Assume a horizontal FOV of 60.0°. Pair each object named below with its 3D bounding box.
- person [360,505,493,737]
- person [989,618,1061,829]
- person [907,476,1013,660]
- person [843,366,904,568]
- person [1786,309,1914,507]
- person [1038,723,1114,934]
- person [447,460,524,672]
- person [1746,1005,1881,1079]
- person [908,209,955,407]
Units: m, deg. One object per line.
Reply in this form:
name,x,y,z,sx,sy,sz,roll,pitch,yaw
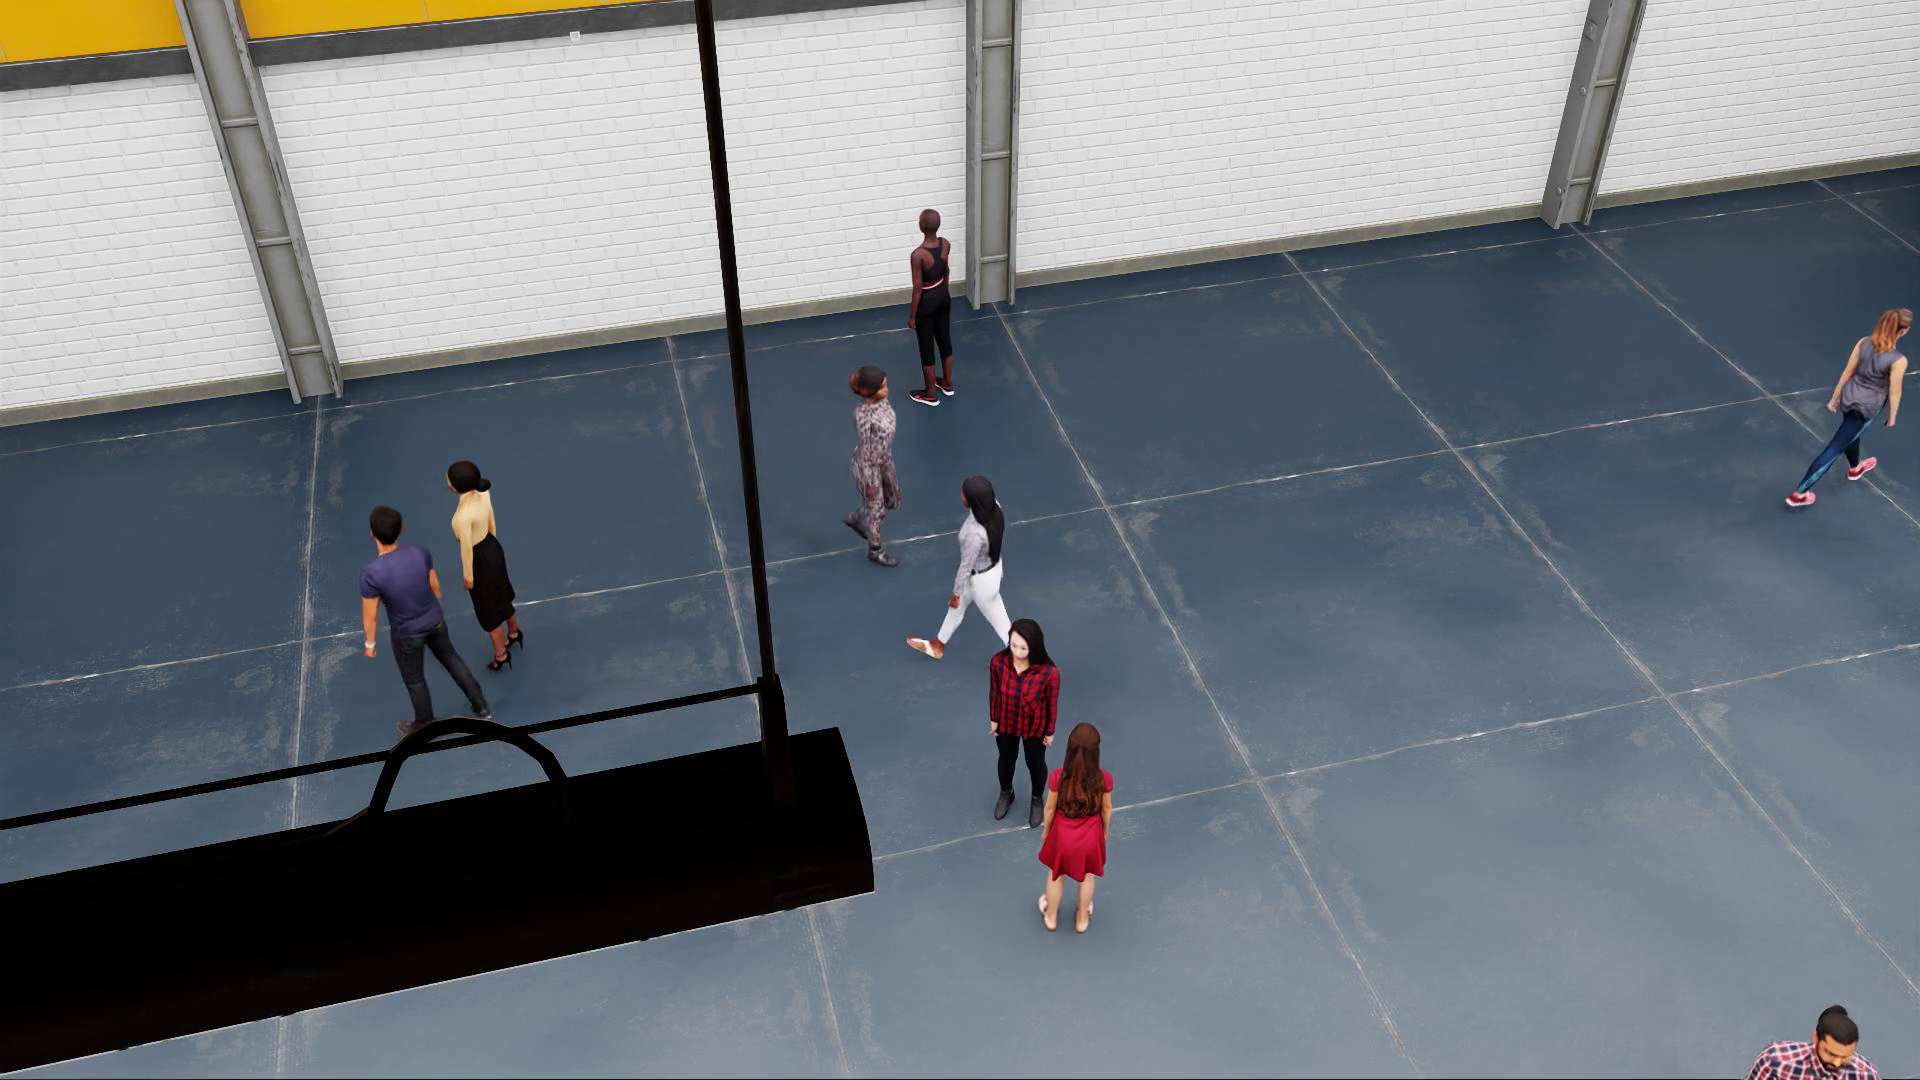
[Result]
person,-3.431,0.536,10.585,0.991,1.788,0.882,21,43,25
person,0.379,1.080,10.016,0.626,1.649,0.723,12,40,14
person,0.234,0.322,10.951,1.285,1.665,1.050,12,40,14
person,-0.699,-0.539,11.995,0.853,1.708,0.790,18,42,22
person,6.703,-0.940,12.531,1.205,1.667,0.733,-17,42,-20
person,0.651,1.647,9.384,0.595,1.551,0.665,-2,39,-3
person,-3.189,0.161,11.165,0.654,1.650,0.652,5,39,6
person,3.918,2.742,7.857,1.164,1.745,0.999,4,39,5
person,-0.229,-1.924,13.690,0.726,1.758,0.628,32,48,33
